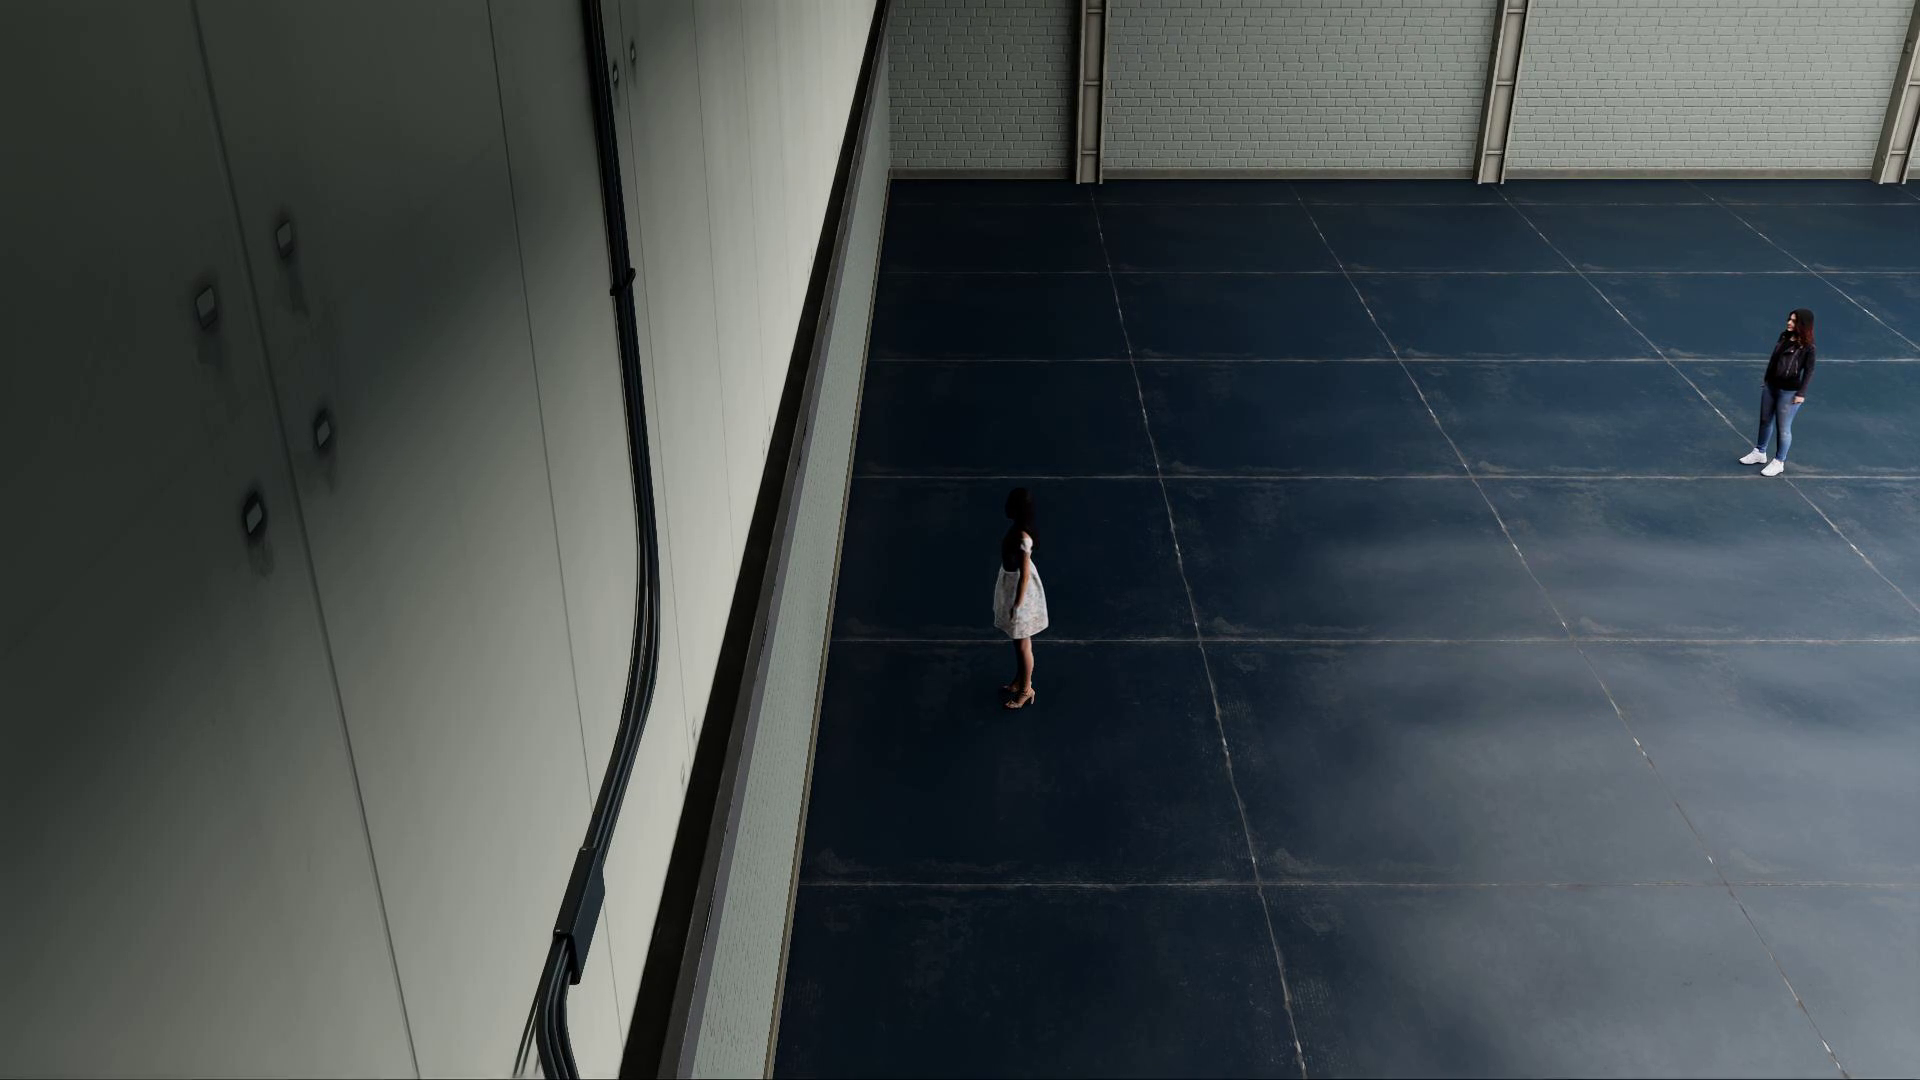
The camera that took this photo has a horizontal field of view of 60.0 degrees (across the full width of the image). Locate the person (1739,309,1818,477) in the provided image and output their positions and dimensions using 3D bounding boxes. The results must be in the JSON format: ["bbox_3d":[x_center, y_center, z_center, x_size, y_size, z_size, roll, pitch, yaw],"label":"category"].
[{"bbox_3d":[7.808,-1.419,15.771,0.667,1.634,0.713,-9,29,-16],"label":"person"}]

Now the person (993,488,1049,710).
[{"bbox_3d":[0.431,0.420,12.168,0.608,1.775,0.629,0,28,0],"label":"person"}]
